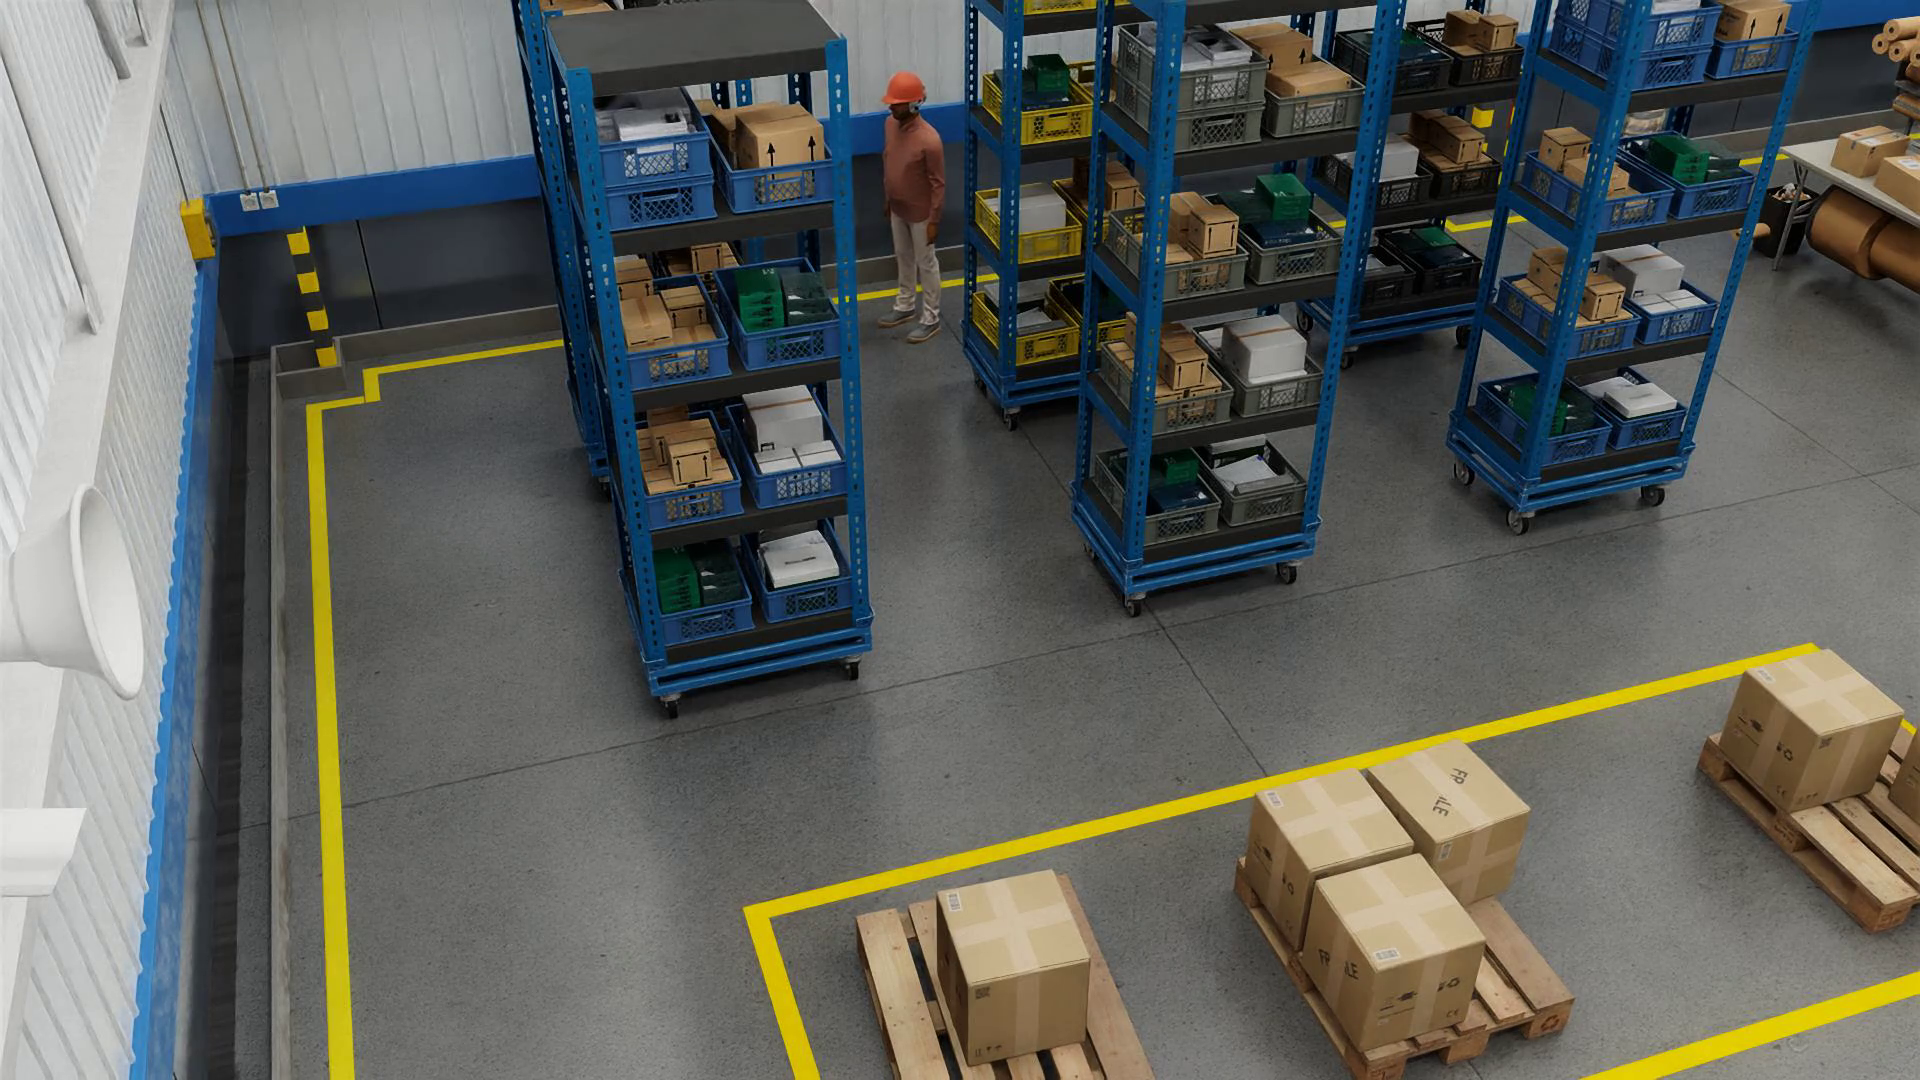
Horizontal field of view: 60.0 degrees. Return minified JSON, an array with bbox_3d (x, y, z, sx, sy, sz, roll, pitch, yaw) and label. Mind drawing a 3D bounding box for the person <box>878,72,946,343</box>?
[{"bbox_3d":[-0.355,-2.378,11.919,0.395,1.994,0.612,-25,42,-31],"label":"person"}]
